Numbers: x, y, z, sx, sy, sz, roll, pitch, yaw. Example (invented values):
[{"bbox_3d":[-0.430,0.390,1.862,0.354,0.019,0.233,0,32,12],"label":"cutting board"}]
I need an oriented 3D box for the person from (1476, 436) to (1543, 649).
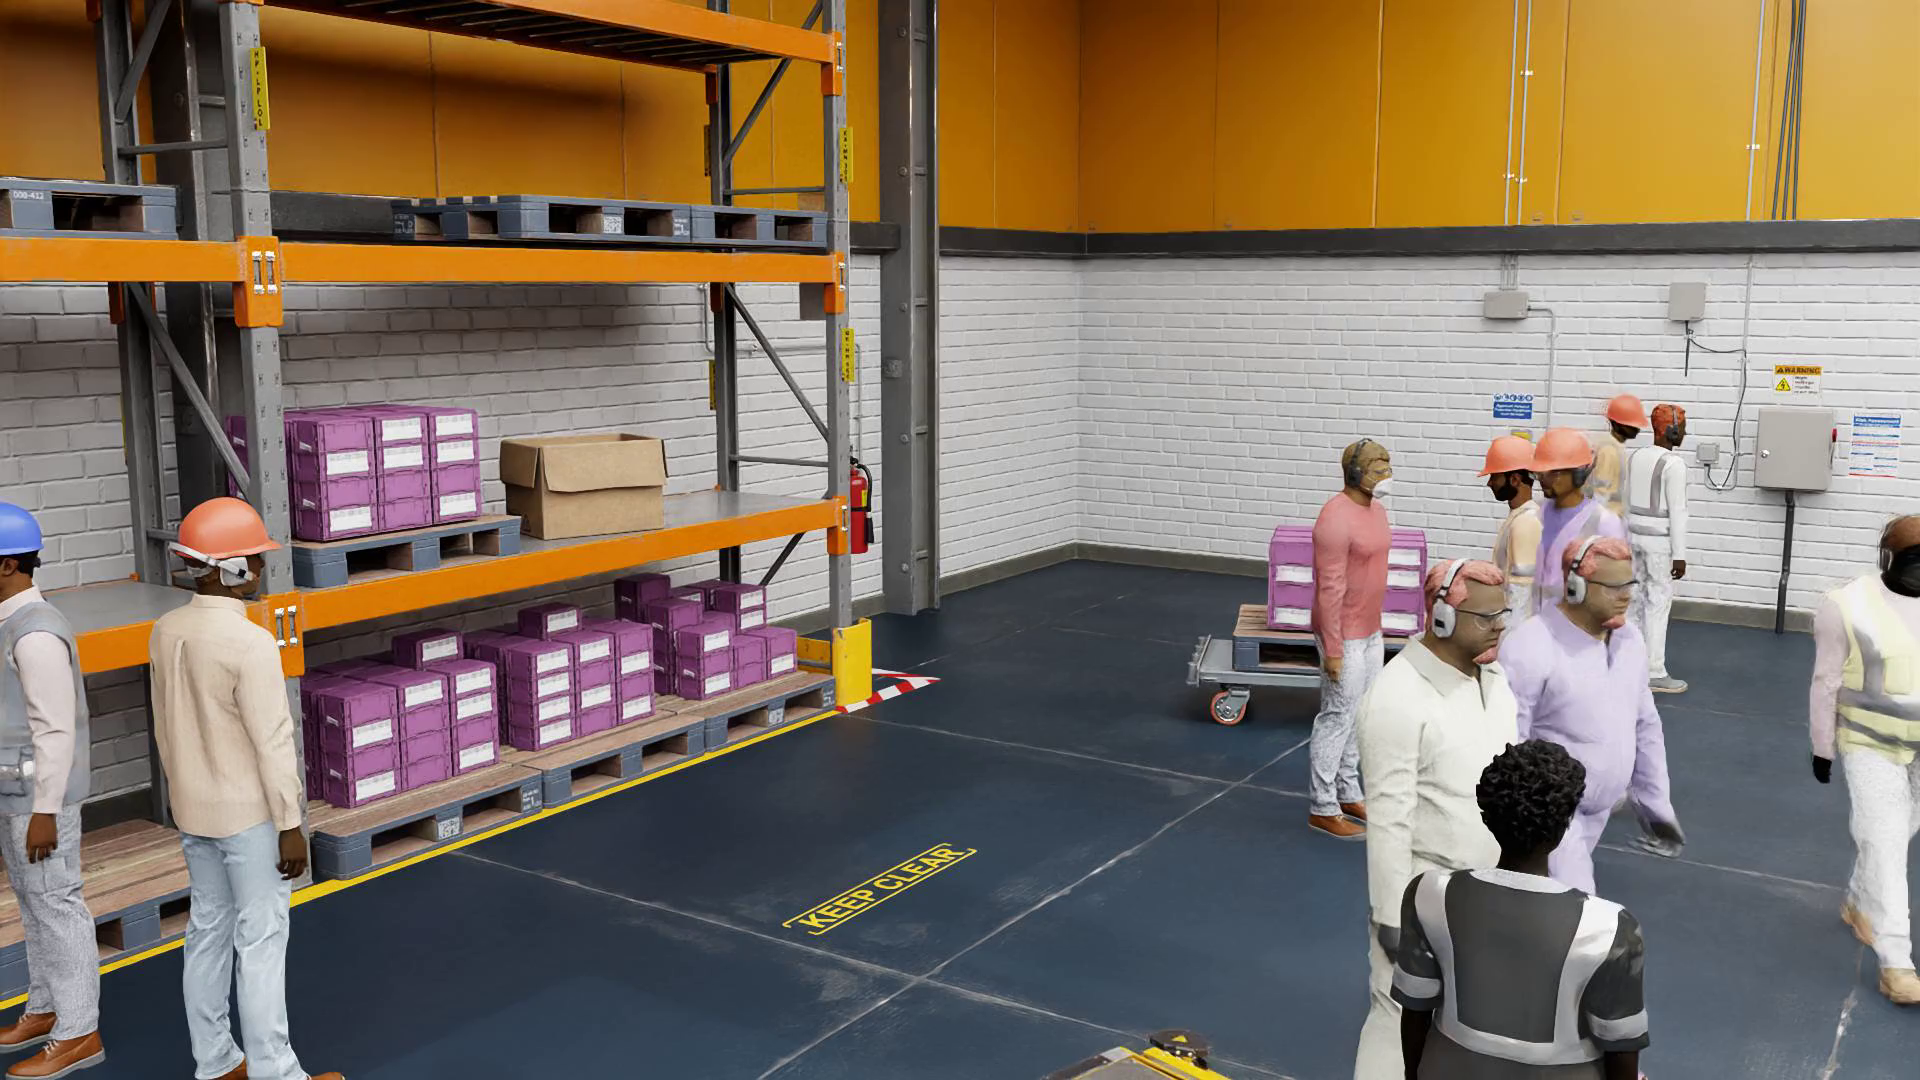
[{"bbox_3d":[2.715,0.448,8.206,0.391,1.923,0.549,3,9,18],"label":"person"}]

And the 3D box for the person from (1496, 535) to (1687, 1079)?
[{"bbox_3d":[2.055,0.904,5.438,0.649,1.853,0.978,-7,11,-38],"label":"person"}]

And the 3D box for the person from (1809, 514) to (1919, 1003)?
[{"bbox_3d":[3.626,0.789,6.397,0.632,1.795,0.961,1,9,5],"label":"person"}]

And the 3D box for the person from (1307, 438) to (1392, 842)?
[{"bbox_3d":[1.886,0.468,8.033,0.365,1.932,0.638,6,11,34],"label":"person"}]

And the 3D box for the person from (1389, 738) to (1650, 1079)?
[{"bbox_3d":[1.202,1.264,3.616,0.537,1.696,0.318,5,10,30],"label":"person"}]

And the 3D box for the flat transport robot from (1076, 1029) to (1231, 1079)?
[{"bbox_3d":[0.375,1.791,4.797,1.431,0.197,0.652,-7,12,-39],"label":"flat transport robot"}]

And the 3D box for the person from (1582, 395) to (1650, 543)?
[{"bbox_3d":[4.660,-0.113,12.022,0.767,1.881,0.608,3,9,19],"label":"person"}]

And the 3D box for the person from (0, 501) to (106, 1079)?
[{"bbox_3d":[-3.134,0.834,5.597,0.388,1.947,0.611,-7,11,-40],"label":"person"}]

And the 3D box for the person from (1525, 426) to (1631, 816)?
[{"bbox_3d":[2.970,0.446,7.981,0.945,2.009,0.612,-3,9,-21],"label":"person"}]

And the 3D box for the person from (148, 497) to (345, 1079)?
[{"bbox_3d":[-2.298,0.857,5.298,0.608,1.995,0.376,5,10,31],"label":"person"}]

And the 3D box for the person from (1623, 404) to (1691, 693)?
[{"bbox_3d":[4.564,0.049,10.901,0.339,1.883,0.584,-2,9,-10],"label":"person"}]

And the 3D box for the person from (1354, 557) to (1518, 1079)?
[{"bbox_3d":[1.397,0.987,4.784,0.636,1.899,0.397,-8,12,-44],"label":"person"}]
